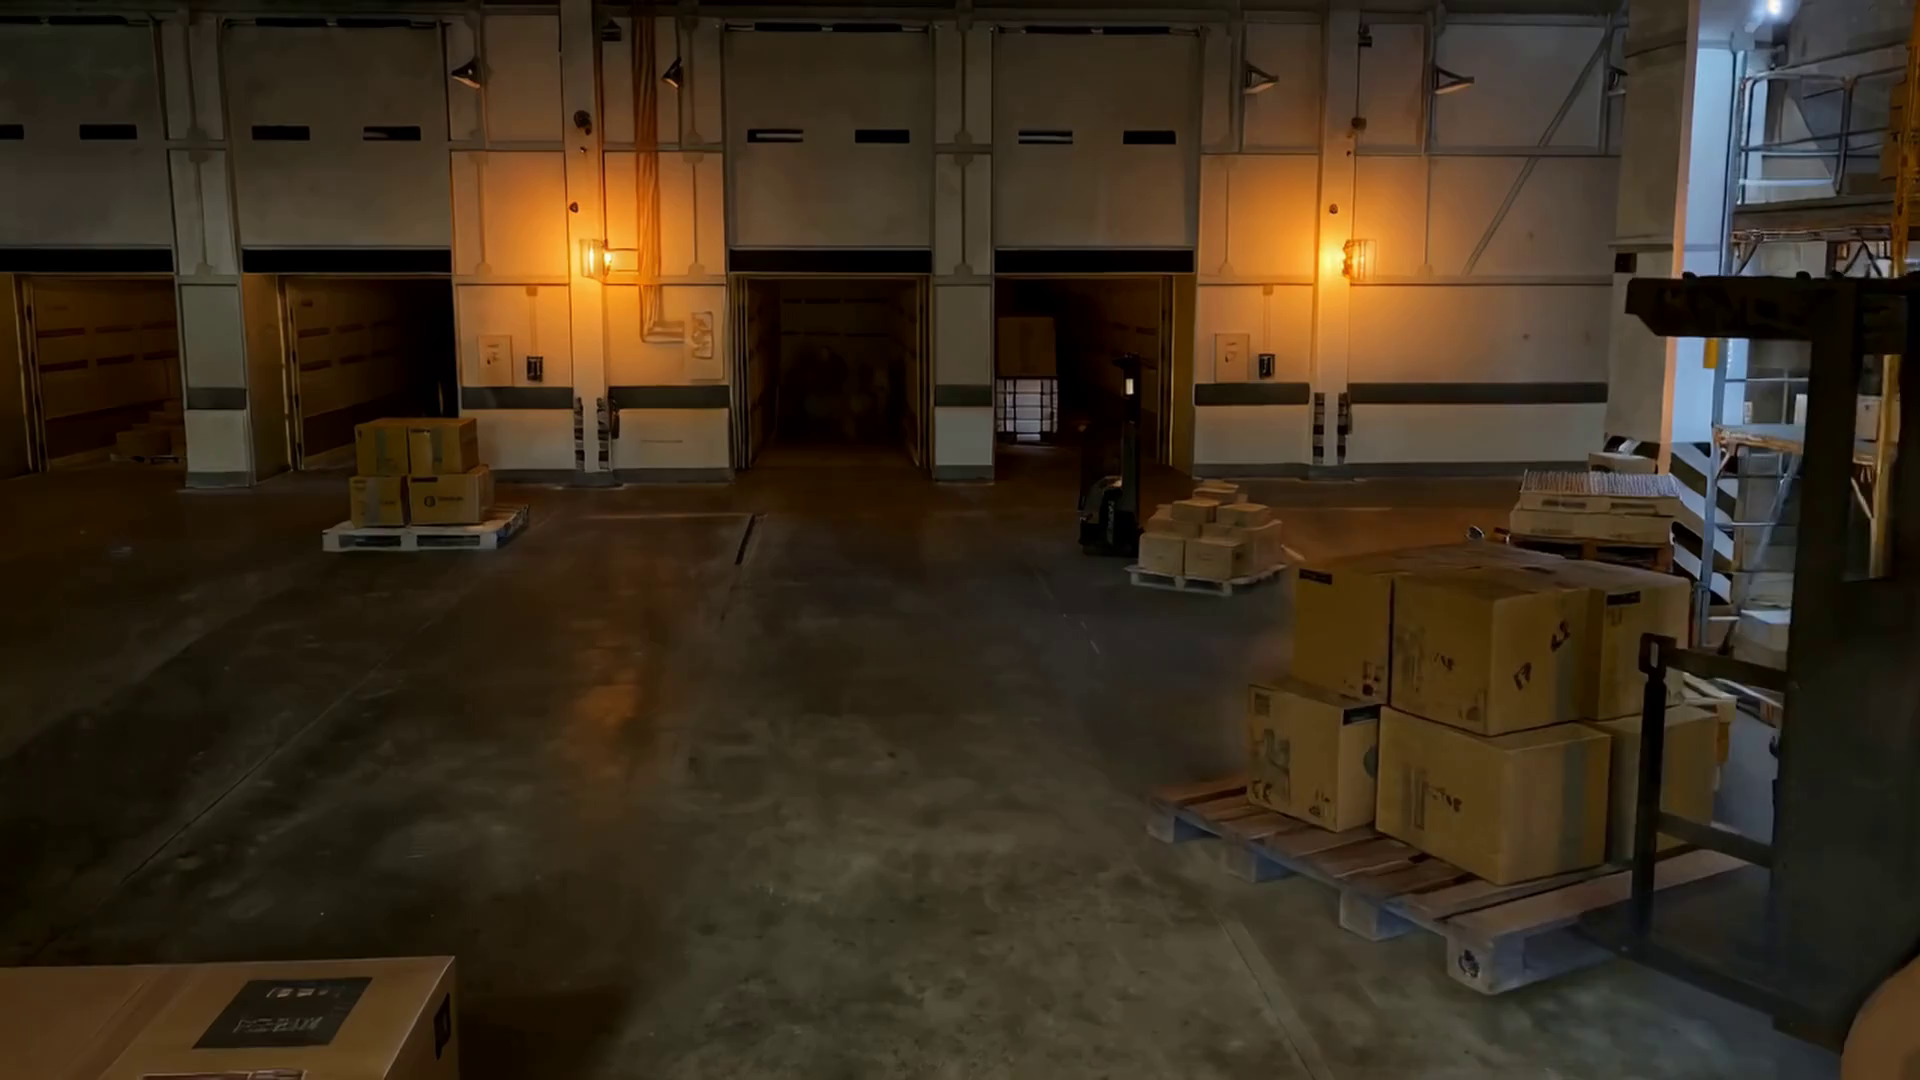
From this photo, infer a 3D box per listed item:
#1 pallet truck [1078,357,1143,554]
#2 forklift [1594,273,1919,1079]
[{"bbox_3d":[2.088,-0.836,16.757,1.885,1.965,0.823,2,9,13],"label":"pallet truck"},{"bbox_3d":[3.113,0.608,4.931,1.129,2.768,1.873,-5,11,-30],"label":"forklift"}]
